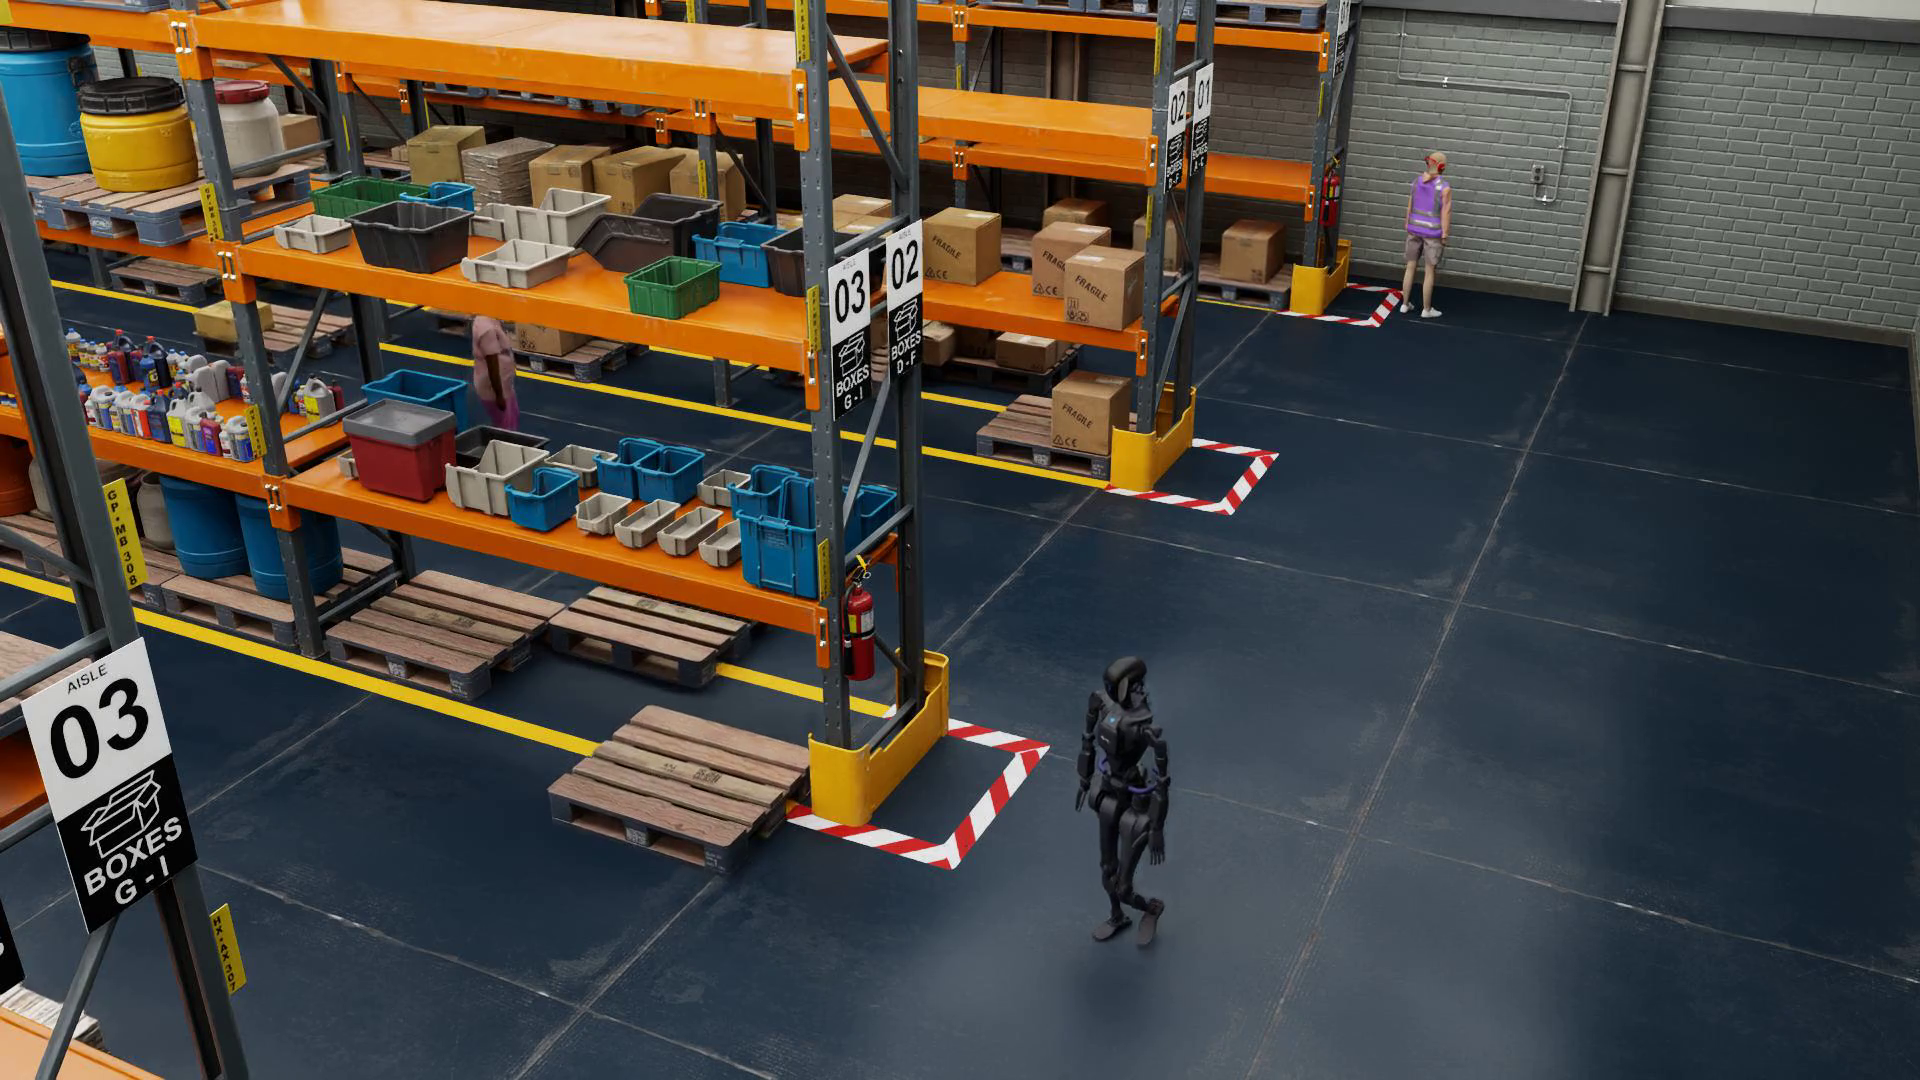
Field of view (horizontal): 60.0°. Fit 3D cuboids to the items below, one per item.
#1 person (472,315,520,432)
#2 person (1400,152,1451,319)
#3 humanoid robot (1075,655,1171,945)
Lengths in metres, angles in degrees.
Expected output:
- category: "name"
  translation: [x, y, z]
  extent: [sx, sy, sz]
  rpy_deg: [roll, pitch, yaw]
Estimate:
- category: "person"
  translation: [-3.697, -1.184, 12.990]
  extent: [0.659, 1.773, 0.559]
  rpy_deg: [-7, 27, -13]
- category: "person"
  translation: [4.762, -3.110, 16.999]
  extent: [0.349, 1.690, 0.484]
  rpy_deg: [-22, 34, -37]
- category: "humanoid robot"
  translation: [0.792, 1.277, 8.127]
  extent: [0.334, 1.643, 0.614]
  rpy_deg: [-20, 33, -35]
